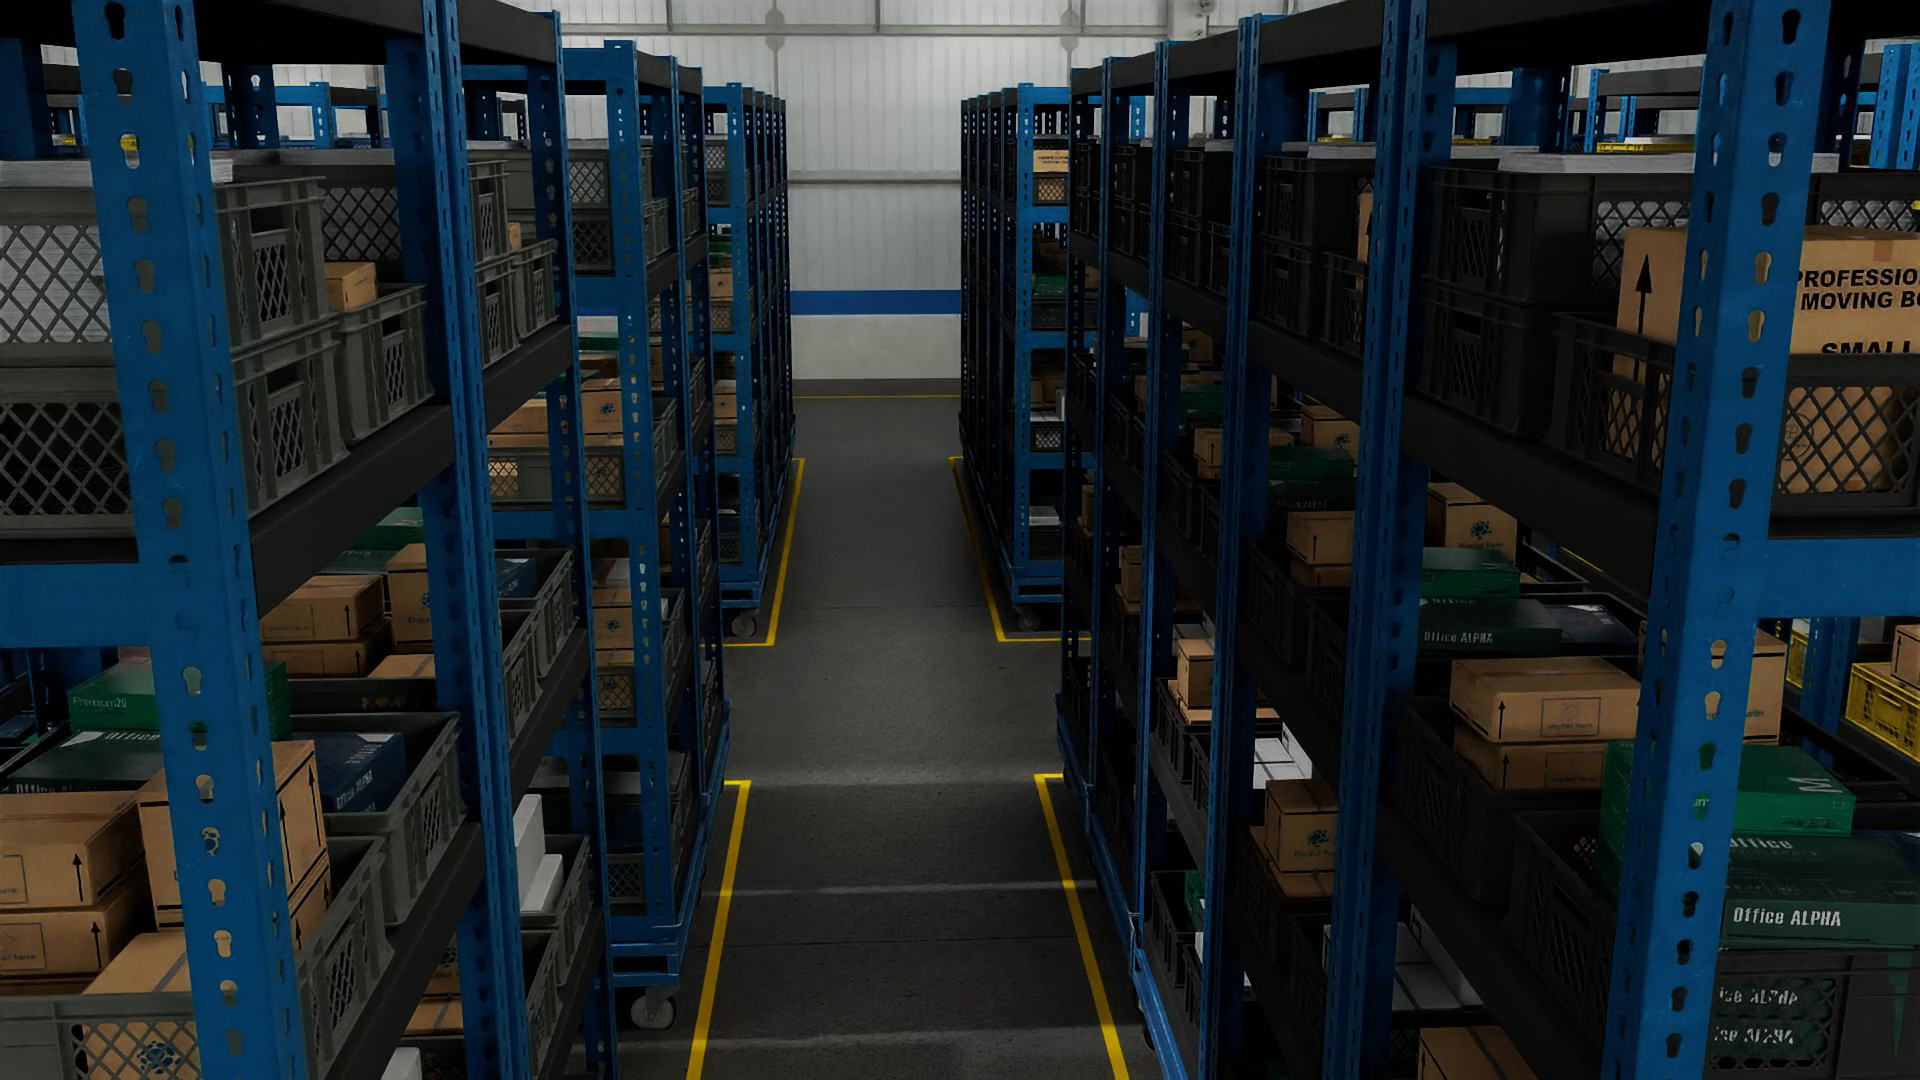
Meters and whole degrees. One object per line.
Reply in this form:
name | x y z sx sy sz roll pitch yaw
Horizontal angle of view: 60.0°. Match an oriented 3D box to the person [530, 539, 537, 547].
person | -2.604 -0.200 10.479 0.412 1.987 0.607 -1 14 -4
